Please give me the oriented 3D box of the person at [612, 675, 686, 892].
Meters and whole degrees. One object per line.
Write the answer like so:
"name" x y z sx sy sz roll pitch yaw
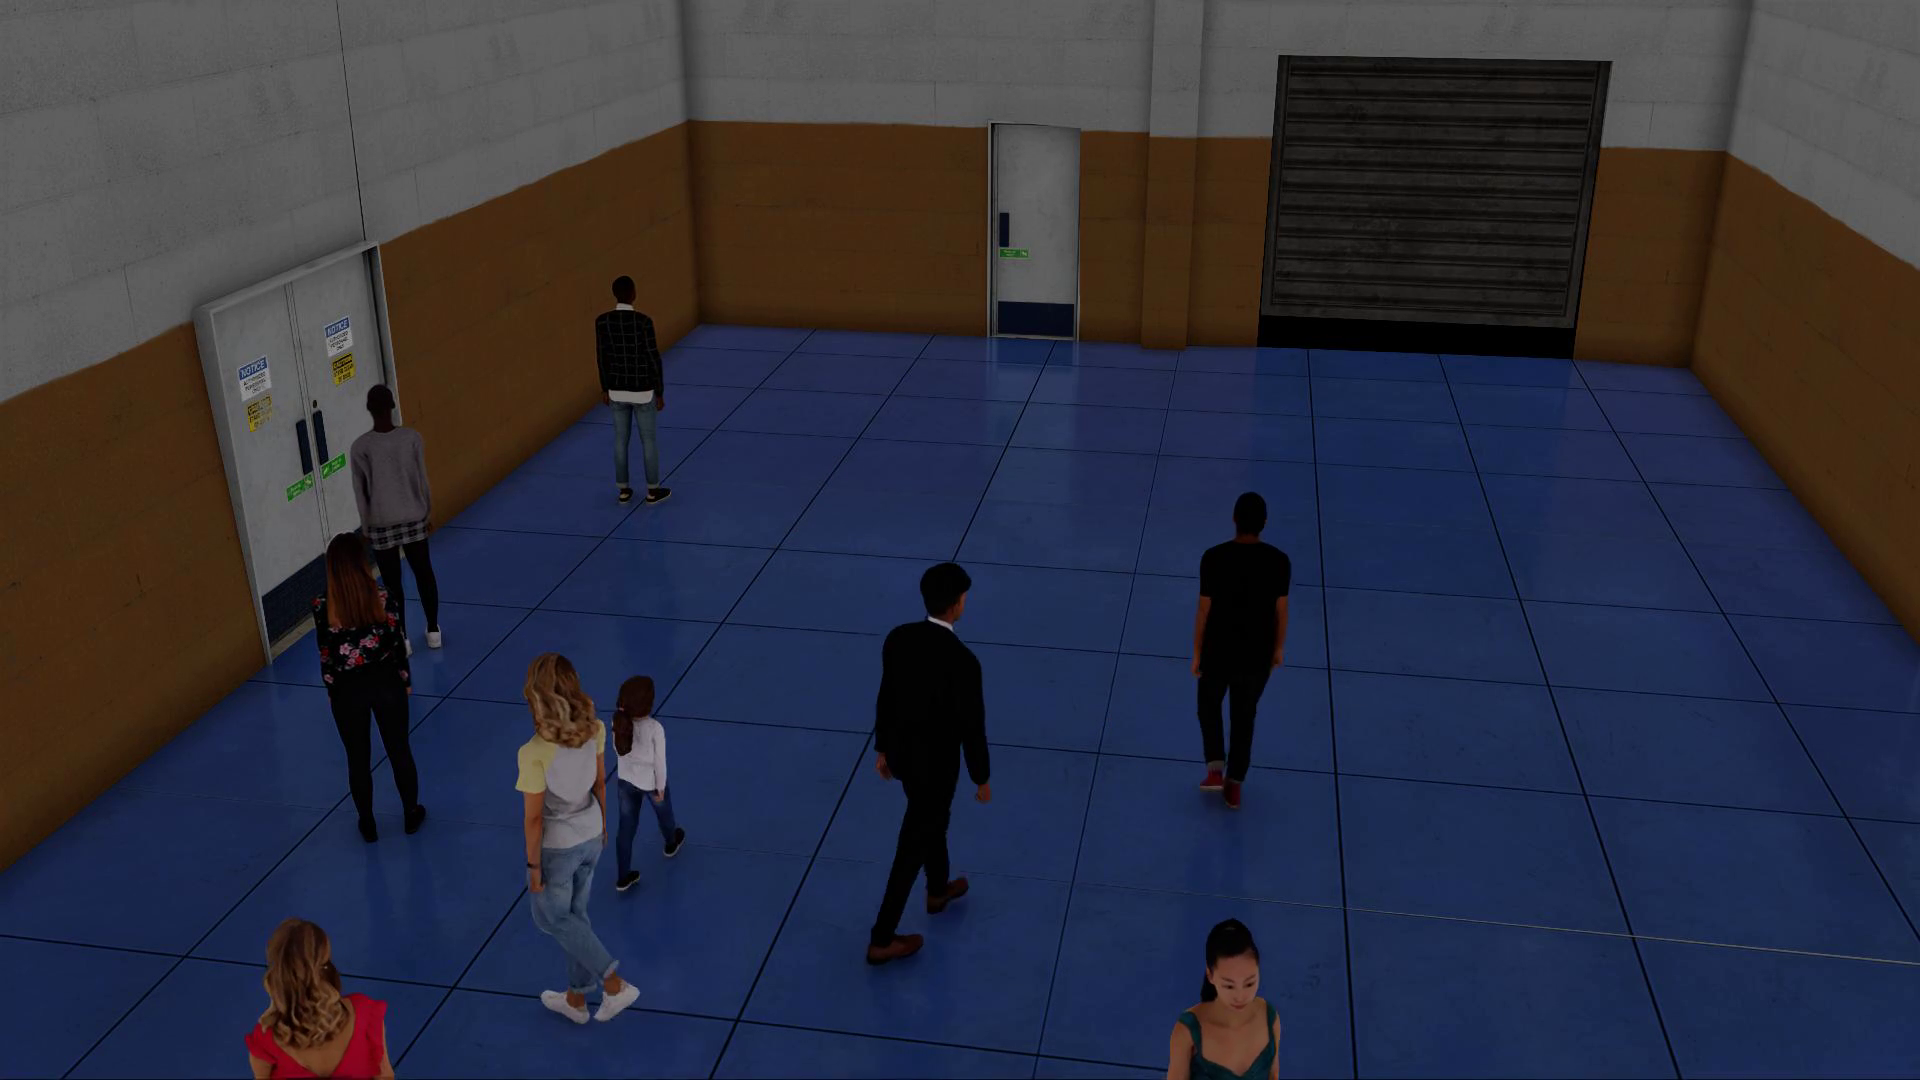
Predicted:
"person" -1.588 1.189 8.135 0.715 1.087 0.507 5 22 12

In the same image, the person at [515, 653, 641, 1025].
"person" -1.566 1.311 6.993 0.875 1.698 0.784 11 25 26

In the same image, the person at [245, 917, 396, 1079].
"person" -1.976 1.984 5.312 0.650 1.716 0.731 -10 24 -24

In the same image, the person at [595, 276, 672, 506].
"person" -2.576 -1.168 13.017 0.494 1.821 0.720 3 22 7

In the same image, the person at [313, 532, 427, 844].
"person" -3.003 0.769 8.447 0.592 1.634 0.704 -7 23 -17

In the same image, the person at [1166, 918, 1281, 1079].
"person" 0.826 1.951 5.475 0.996 1.656 0.851 -4 22 -10

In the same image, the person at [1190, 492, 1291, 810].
"person" 1.450 0.625 8.655 0.614 1.746 0.754 0 22 0

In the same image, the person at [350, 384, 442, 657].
"person" -3.554 -0.127 10.493 0.677 1.772 0.746 -14 26 -31

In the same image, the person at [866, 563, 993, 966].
"person" -0.230 1.055 7.493 1.120 1.816 1.094 -18 28 -37
